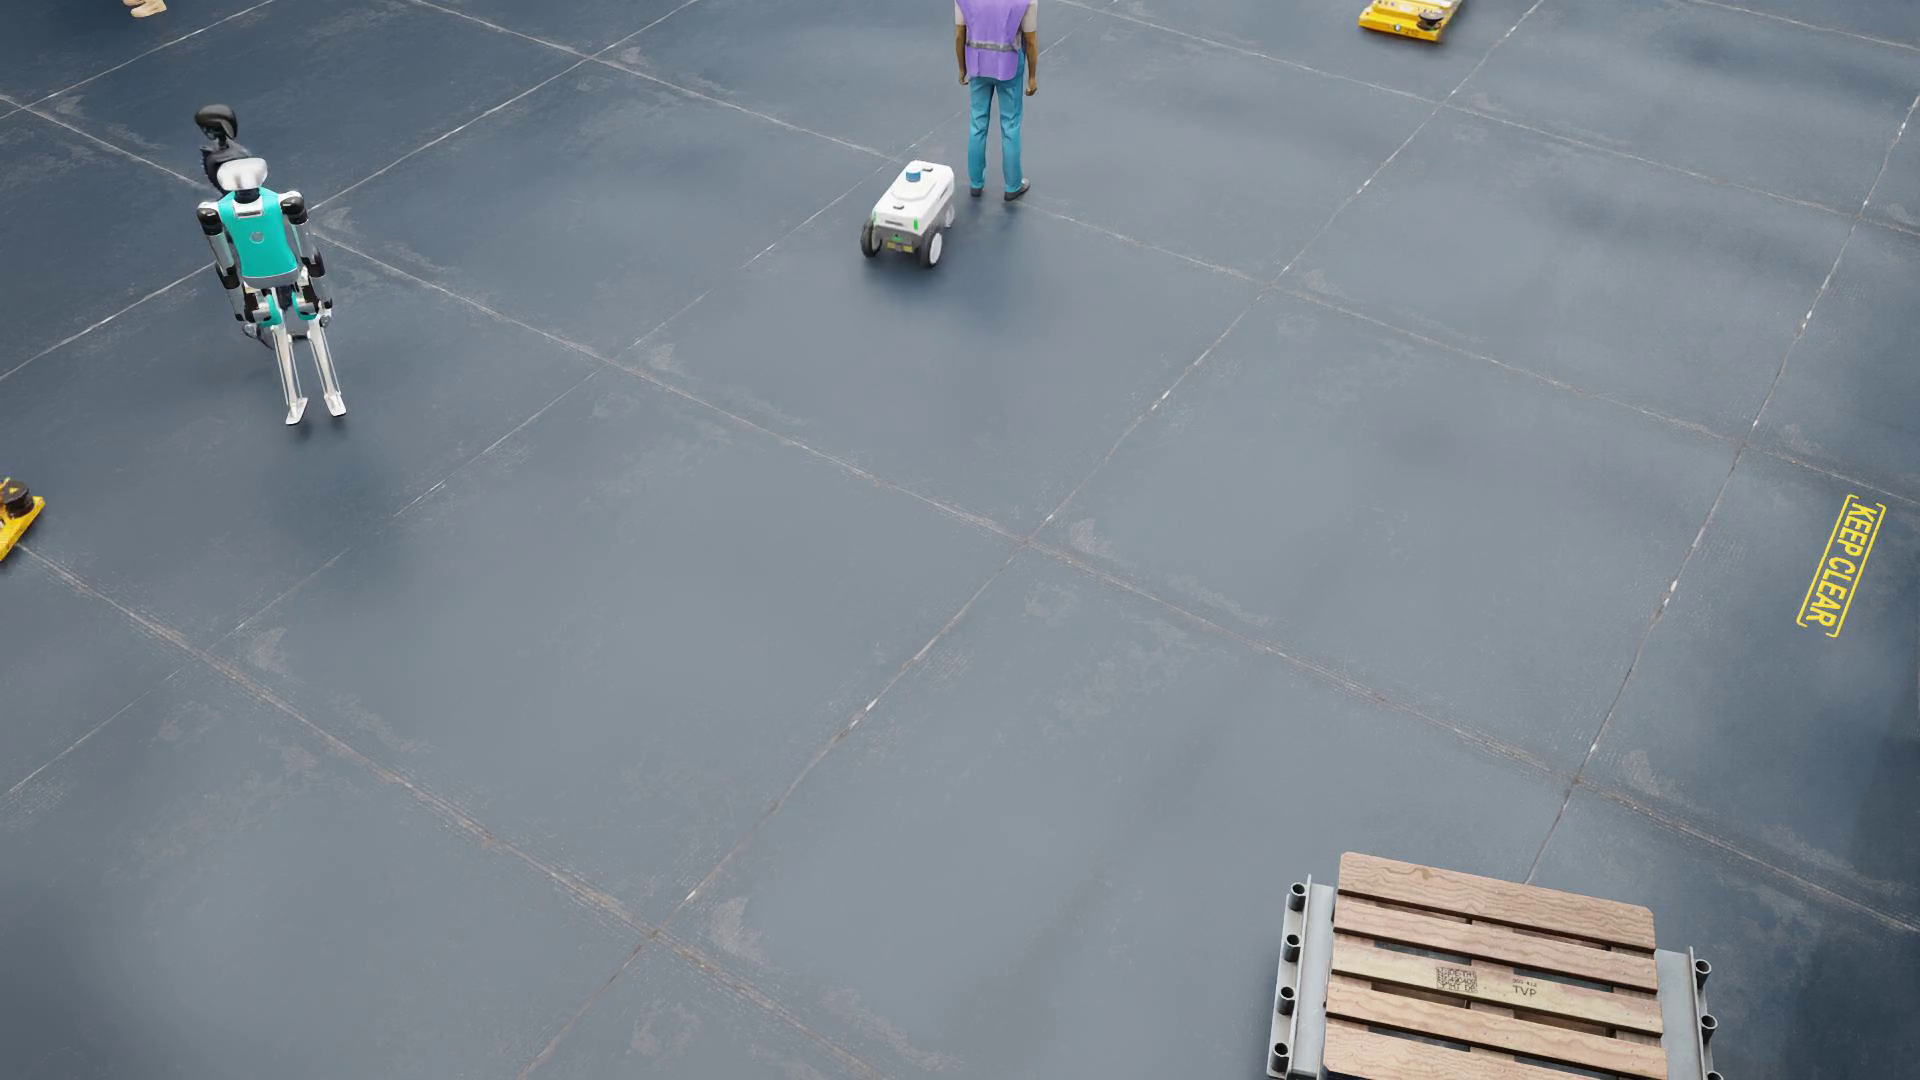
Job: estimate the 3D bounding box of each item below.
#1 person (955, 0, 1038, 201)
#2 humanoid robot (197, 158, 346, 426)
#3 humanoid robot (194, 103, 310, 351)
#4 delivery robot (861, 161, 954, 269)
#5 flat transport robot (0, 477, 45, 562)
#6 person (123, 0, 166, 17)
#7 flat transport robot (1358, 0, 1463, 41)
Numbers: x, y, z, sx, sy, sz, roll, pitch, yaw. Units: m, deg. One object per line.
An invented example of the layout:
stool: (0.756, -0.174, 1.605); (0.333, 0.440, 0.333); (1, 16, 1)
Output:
person: (0.238, -3.124, 11.092); (0.563, 1.845, 0.390); (10, 43, 11)
humanoid robot: (-3.745, -1.434, 9.182); (0.533, 1.677, 0.735); (-11, 43, -12)
humanoid robot: (-4.183, -1.819, 9.760); (0.392, 1.653, 0.614); (-14, 44, -15)
delivery robot: (-0.314, -2.170, 11.008); (0.499, 0.614, 0.802); (14, 44, 15)
flat transport robot: (-5.746, -0.078, 8.867); (1.431, 0.231, 0.659); (4, 42, 4)
person: (-6.820, -5.113, 13.390); (0.321, 1.750, 0.468); (-22, 46, -23)
flat transport robot: (3.869, -4.588, 13.913); (0.659, 0.231, 1.431); (19, 45, 20)
